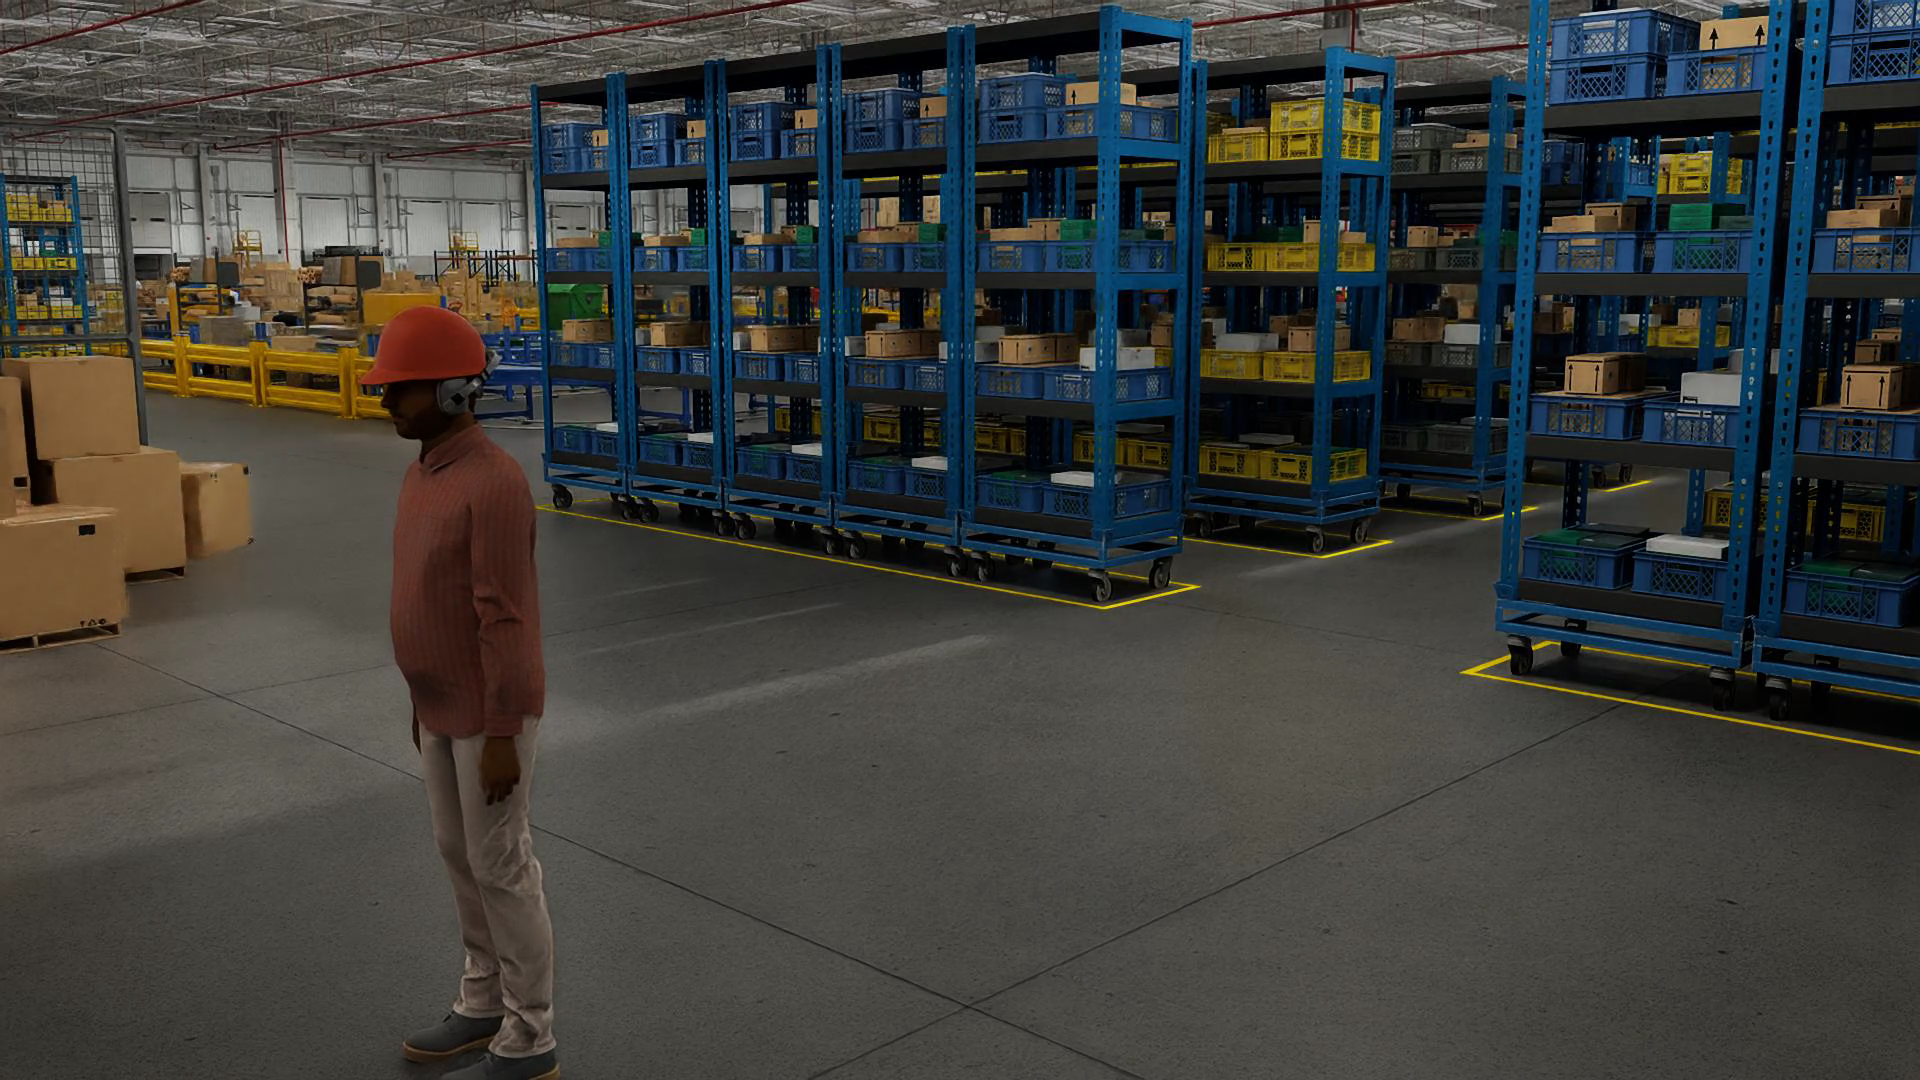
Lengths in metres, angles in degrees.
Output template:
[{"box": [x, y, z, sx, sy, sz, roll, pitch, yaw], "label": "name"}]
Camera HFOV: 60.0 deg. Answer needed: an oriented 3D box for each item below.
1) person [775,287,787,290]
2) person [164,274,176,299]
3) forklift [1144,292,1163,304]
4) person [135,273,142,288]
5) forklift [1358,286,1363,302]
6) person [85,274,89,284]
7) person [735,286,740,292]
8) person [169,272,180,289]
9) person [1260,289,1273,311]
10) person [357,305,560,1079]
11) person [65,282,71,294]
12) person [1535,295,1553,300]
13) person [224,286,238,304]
[{"box": [-8.232, -11.397, 76.921, 0.611, 1.865, 0.997, -2, 9, -10], "label": "person"}, {"box": [-27.414, -8.266, 57.667, 1.007, 1.882, 0.653, -4, 10, -22], "label": "person"}, {"box": [6.770, -9.731, 63.609, 1.873, 2.768, 1.129, 9, 13, 43], "label": "forklift"}, {"box": [-26.957, -7.777, 54.193, 0.690, 2.000, 0.538, 8, 13, 42], "label": "person"}, {"box": [11.100, -7.017, 46.970, 1.873, 2.768, 1.129, 9, 13, 43], "label": "forklift"}, {"box": [-41.175, -11.618, 78.355, 0.429, 1.844, 0.627, -1, 9, -6], "label": "person"}, {"box": [-9.867, -10.725, 73.342, 0.388, 1.683, 0.560, -4, 10, -23], "label": "person"}, {"box": [-38.357, -12.152, 81.159, 0.612, 1.995, 0.393, 3, 10, 19], "label": "person"}, {"box": [7.646, -5.541, 40.836, 0.613, 1.935, 0.486, 7, 12, 36], "label": "person"}, {"box": [-1.253, 0.413, 4.170, 0.400, 1.987, 0.608, -8, 12, -39], "label": "person"}, {"box": [-24.381, -6.219, 45.484, 0.393, 1.753, 0.550, -5, 11, -29], "label": "person"}, {"box": [10.156, -3.644, 29.333, 0.602, 1.889, 0.654, -8, 12, -42], "label": "person"}, {"box": [-16.528, -4.991, 37.638, 0.328, 1.872, 0.513, 3, 10, 15], "label": "person"}]
